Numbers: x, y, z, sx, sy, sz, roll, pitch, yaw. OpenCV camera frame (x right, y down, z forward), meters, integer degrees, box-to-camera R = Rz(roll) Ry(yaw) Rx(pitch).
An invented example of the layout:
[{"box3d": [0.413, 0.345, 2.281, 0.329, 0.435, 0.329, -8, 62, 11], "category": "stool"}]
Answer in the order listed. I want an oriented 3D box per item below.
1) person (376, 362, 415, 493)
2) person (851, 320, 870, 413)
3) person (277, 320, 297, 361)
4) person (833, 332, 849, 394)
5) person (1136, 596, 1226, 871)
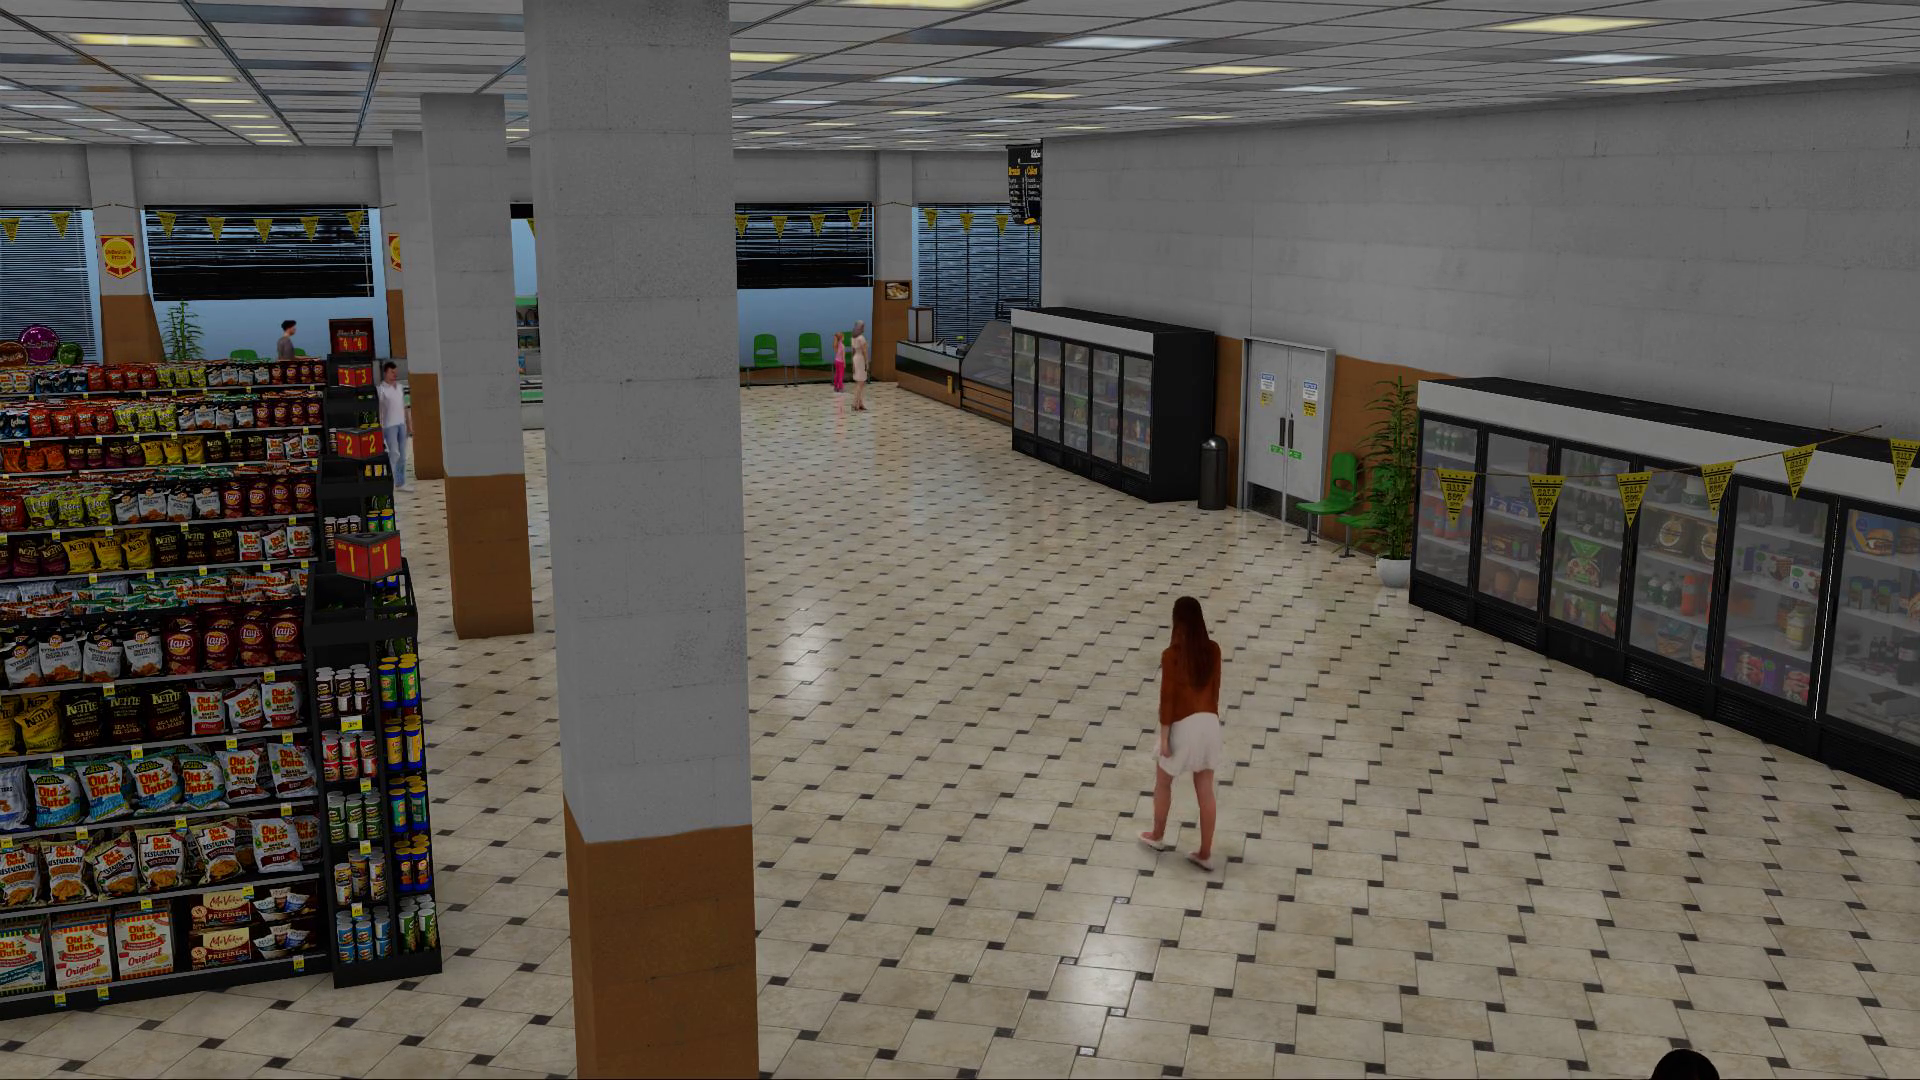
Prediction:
[{"box3d": [-7.955, -1.556, 23.137, 0.972, 1.836, 0.909, 5, 13, 21], "category": "person"}, {"box3d": [-1.935, -3.323, 31.770, 0.745, 1.737, 0.681, -8, 14, -33], "category": "person"}, {"box3d": [-12.097, -2.957, 29.672, 0.863, 1.884, 0.823, -9, 15, -35], "category": "person"}, {"box3d": [-2.521, -3.718, 34.781, 0.546, 1.269, 0.526, -8, 15, -35], "category": "person"}, {"box3d": [1.480, 1.219, 10.291, 0.749, 1.699, 0.674, -4, 13, -19], "category": "person"}]
